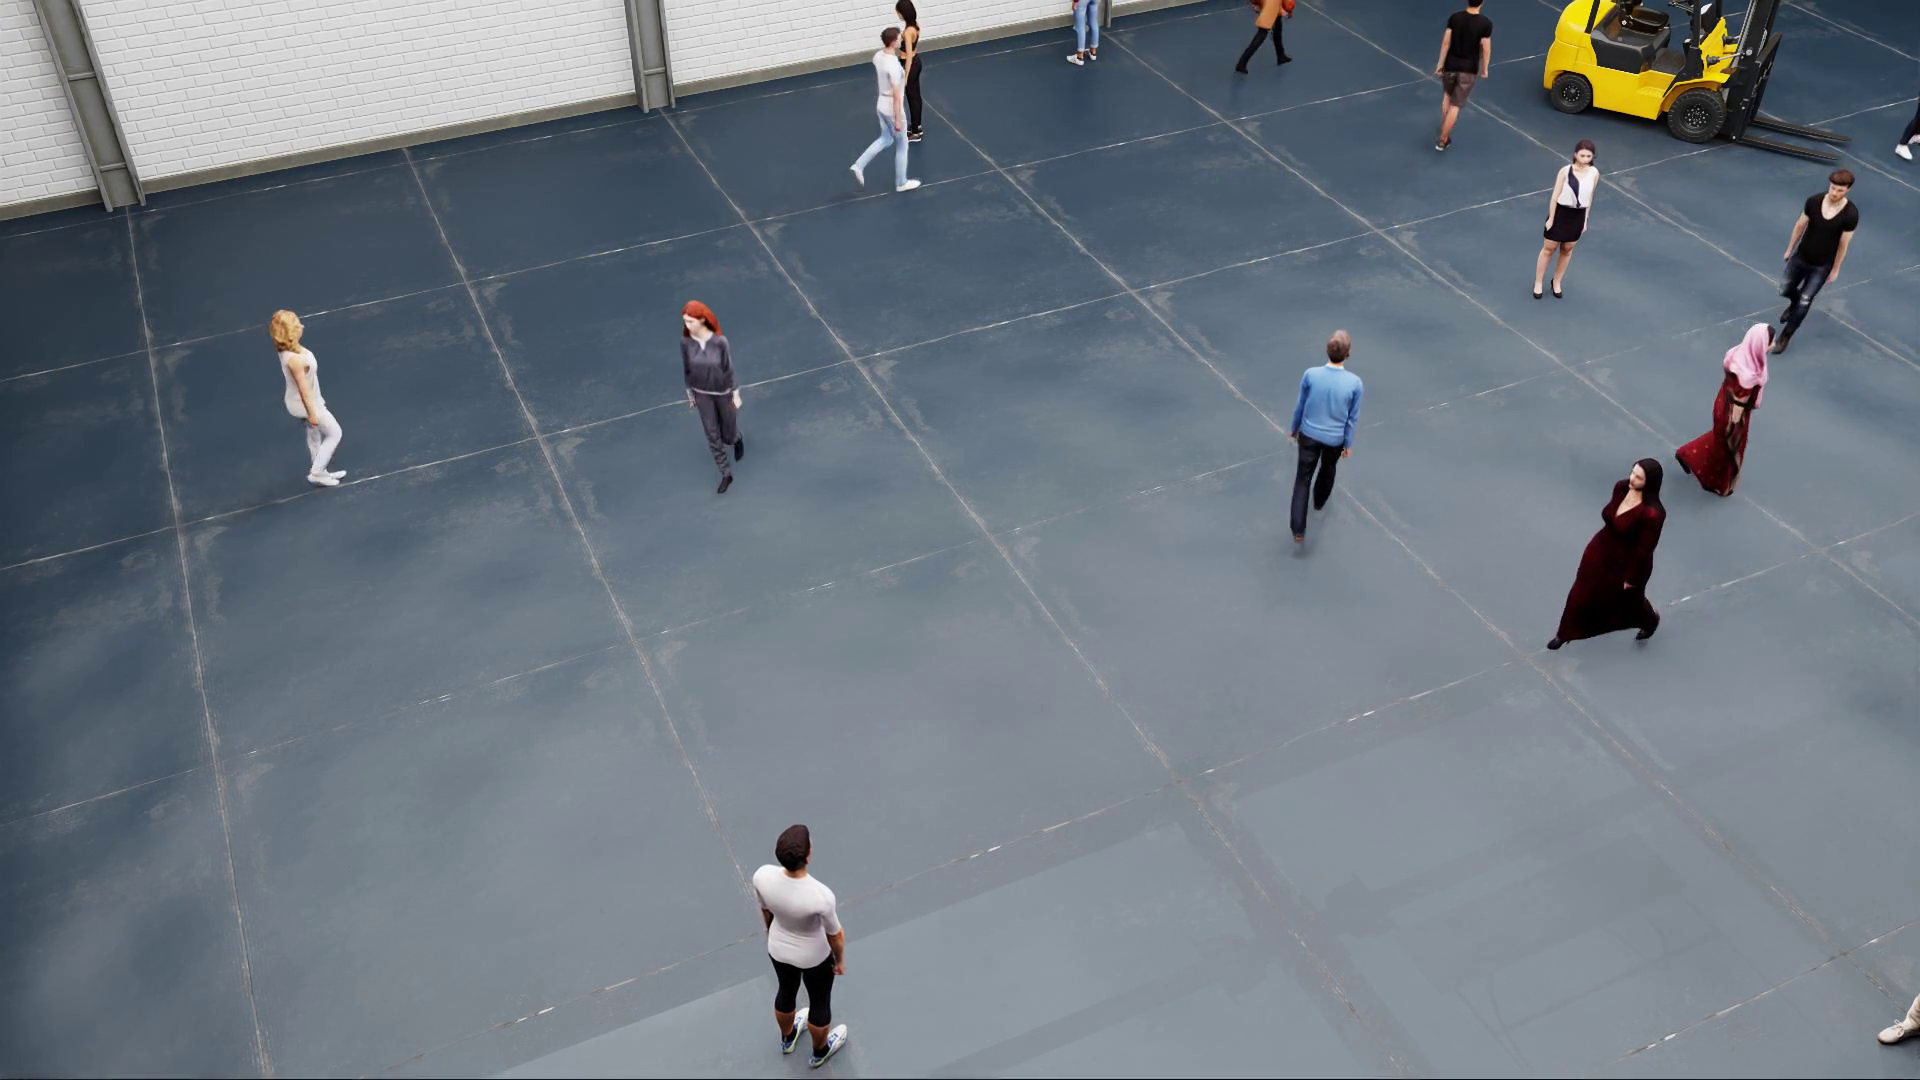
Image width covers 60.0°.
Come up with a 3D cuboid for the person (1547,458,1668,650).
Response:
[{"bbox_3d":[4.857,0.129,12.003,1.098,1.723,0.735,-12,40,-15],"label":"person"}]

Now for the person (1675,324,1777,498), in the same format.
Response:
[{"bbox_3d":[6.251,-1.086,13.603,0.916,1.625,0.857,13,40,16],"label":"person"}]

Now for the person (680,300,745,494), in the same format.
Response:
[{"bbox_3d":[-2.003,-1.226,13.676,0.870,1.754,0.903,5,39,6],"label":"person"}]

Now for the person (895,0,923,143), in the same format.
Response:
[{"bbox_3d":[-0.551,-5.356,18.941,0.683,1.637,0.647,8,39,10],"label":"person"}]

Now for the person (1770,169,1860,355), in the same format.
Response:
[{"bbox_3d":[7.923,-2.618,15.325,1.064,1.873,0.879,-28,46,-30],"label":"person"}]

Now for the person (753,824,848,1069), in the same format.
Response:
[{"bbox_3d":[-0.893,2.261,9.234,0.738,1.848,0.792,14,41,17],"label":"person"}]

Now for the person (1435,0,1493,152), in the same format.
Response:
[{"bbox_3d":[5.584,-5.267,18.666,0.956,1.841,1.065,22,44,25],"label":"person"}]

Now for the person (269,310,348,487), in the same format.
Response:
[{"bbox_3d":[-5.440,-1.120,13.619,0.630,1.659,0.637,-24,44,-27],"label":"person"}]

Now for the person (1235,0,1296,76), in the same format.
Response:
[{"bbox_3d":[3.749,-6.475,20.314,1.247,1.674,0.822,-23,44,-26],"label":"person"}]

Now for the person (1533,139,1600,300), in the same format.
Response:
[{"bbox_3d":[5.877,-3.103,16.111,0.568,1.649,0.683,-1,39,-1],"label":"person"}]

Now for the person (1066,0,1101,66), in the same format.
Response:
[{"bbox_3d":[1.573,-6.751,20.690,0.535,1.634,0.709,-25,45,-28],"label":"person"}]

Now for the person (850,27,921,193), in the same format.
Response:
[{"bbox_3d":[-0.824,-4.561,17.789,0.993,1.833,0.677,-18,42,-21],"label":"person"}]

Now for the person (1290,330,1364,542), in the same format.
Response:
[{"bbox_3d":[2.844,-0.794,13.113,1.165,1.782,1.214,12,40,15],"label":"person"}]
